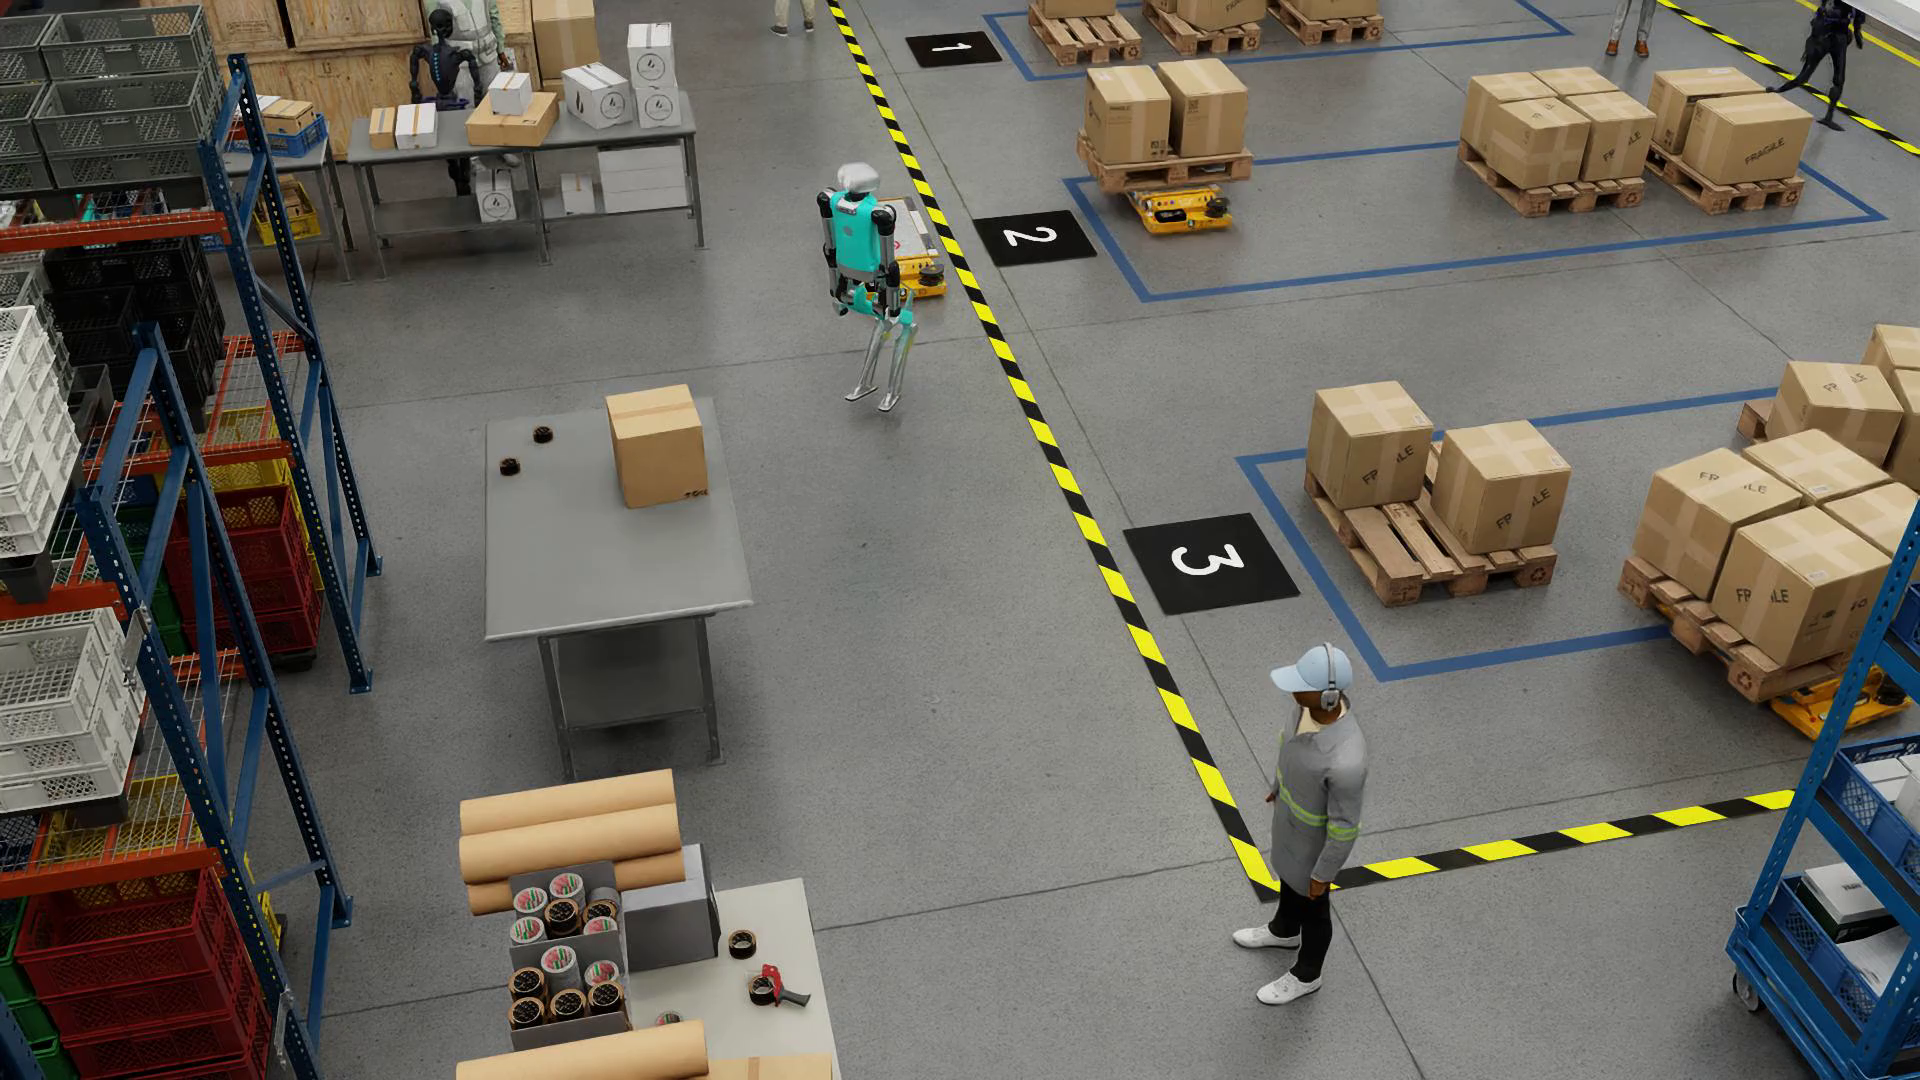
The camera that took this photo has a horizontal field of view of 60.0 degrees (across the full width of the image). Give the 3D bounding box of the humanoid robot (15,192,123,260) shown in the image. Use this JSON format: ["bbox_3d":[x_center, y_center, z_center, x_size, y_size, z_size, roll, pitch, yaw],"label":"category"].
[{"bbox_3d":[-5.267,-1.406,10.133,0.530,1.690,0.745,-14,39,-18],"label":"humanoid robot"}]

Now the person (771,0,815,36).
[{"bbox_3d":[-1.662,-5.764,16.047,0.564,1.763,0.403,-15,39,-20],"label":"person"}]

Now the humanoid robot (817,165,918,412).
[{"bbox_3d":[-0.487,-1.623,10.392,0.533,1.677,0.735,21,41,26],"label":"humanoid robot"}]

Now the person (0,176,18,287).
[{"bbox_3d":[-5.995,-1.681,10.476,0.719,1.862,0.587,21,42,26],"label":"person"}]

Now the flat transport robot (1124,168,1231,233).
[{"bbox_3d":[1.637,-2.902,13.431,0.652,0.197,1.431,-8,37,-10],"label":"flat transport robot"}]

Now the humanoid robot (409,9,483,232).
[{"bbox_3d":[-3.913,-3.226,12.733,0.609,1.626,0.583,3,37,4],"label":"humanoid robot"}]

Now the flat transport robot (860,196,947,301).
[{"bbox_3d":[-0.570,-2.220,12.538,0.659,0.231,1.431,-8,37,-10],"label":"flat transport robot"}]

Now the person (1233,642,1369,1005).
[{"bbox_3d":[1.364,1.145,6.688,0.398,1.851,0.593,-5,37,-7],"label":"person"}]

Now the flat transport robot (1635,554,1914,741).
[{"bbox_3d":[4.294,0.473,8.895,0.652,0.197,1.431,-14,39,-18],"label":"flat transport robot"}]

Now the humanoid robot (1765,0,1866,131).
[{"bbox_3d":[7.504,-4.408,14.344,0.606,1.625,0.766,-15,39,-19],"label":"humanoid robot"}]

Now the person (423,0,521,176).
[{"bbox_3d":[-3.931,-3.893,13.391,0.604,1.940,0.413,-28,45,-32],"label":"person"}]

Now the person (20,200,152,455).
[{"bbox_3d":[-5.151,-1.236,9.943,0.662,1.787,0.484,-2,37,-3],"label":"person"}]

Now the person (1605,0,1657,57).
[{"bbox_3d":[6.475,-5.481,15.569,0.586,1.884,0.362,7,37,9],"label":"person"}]
